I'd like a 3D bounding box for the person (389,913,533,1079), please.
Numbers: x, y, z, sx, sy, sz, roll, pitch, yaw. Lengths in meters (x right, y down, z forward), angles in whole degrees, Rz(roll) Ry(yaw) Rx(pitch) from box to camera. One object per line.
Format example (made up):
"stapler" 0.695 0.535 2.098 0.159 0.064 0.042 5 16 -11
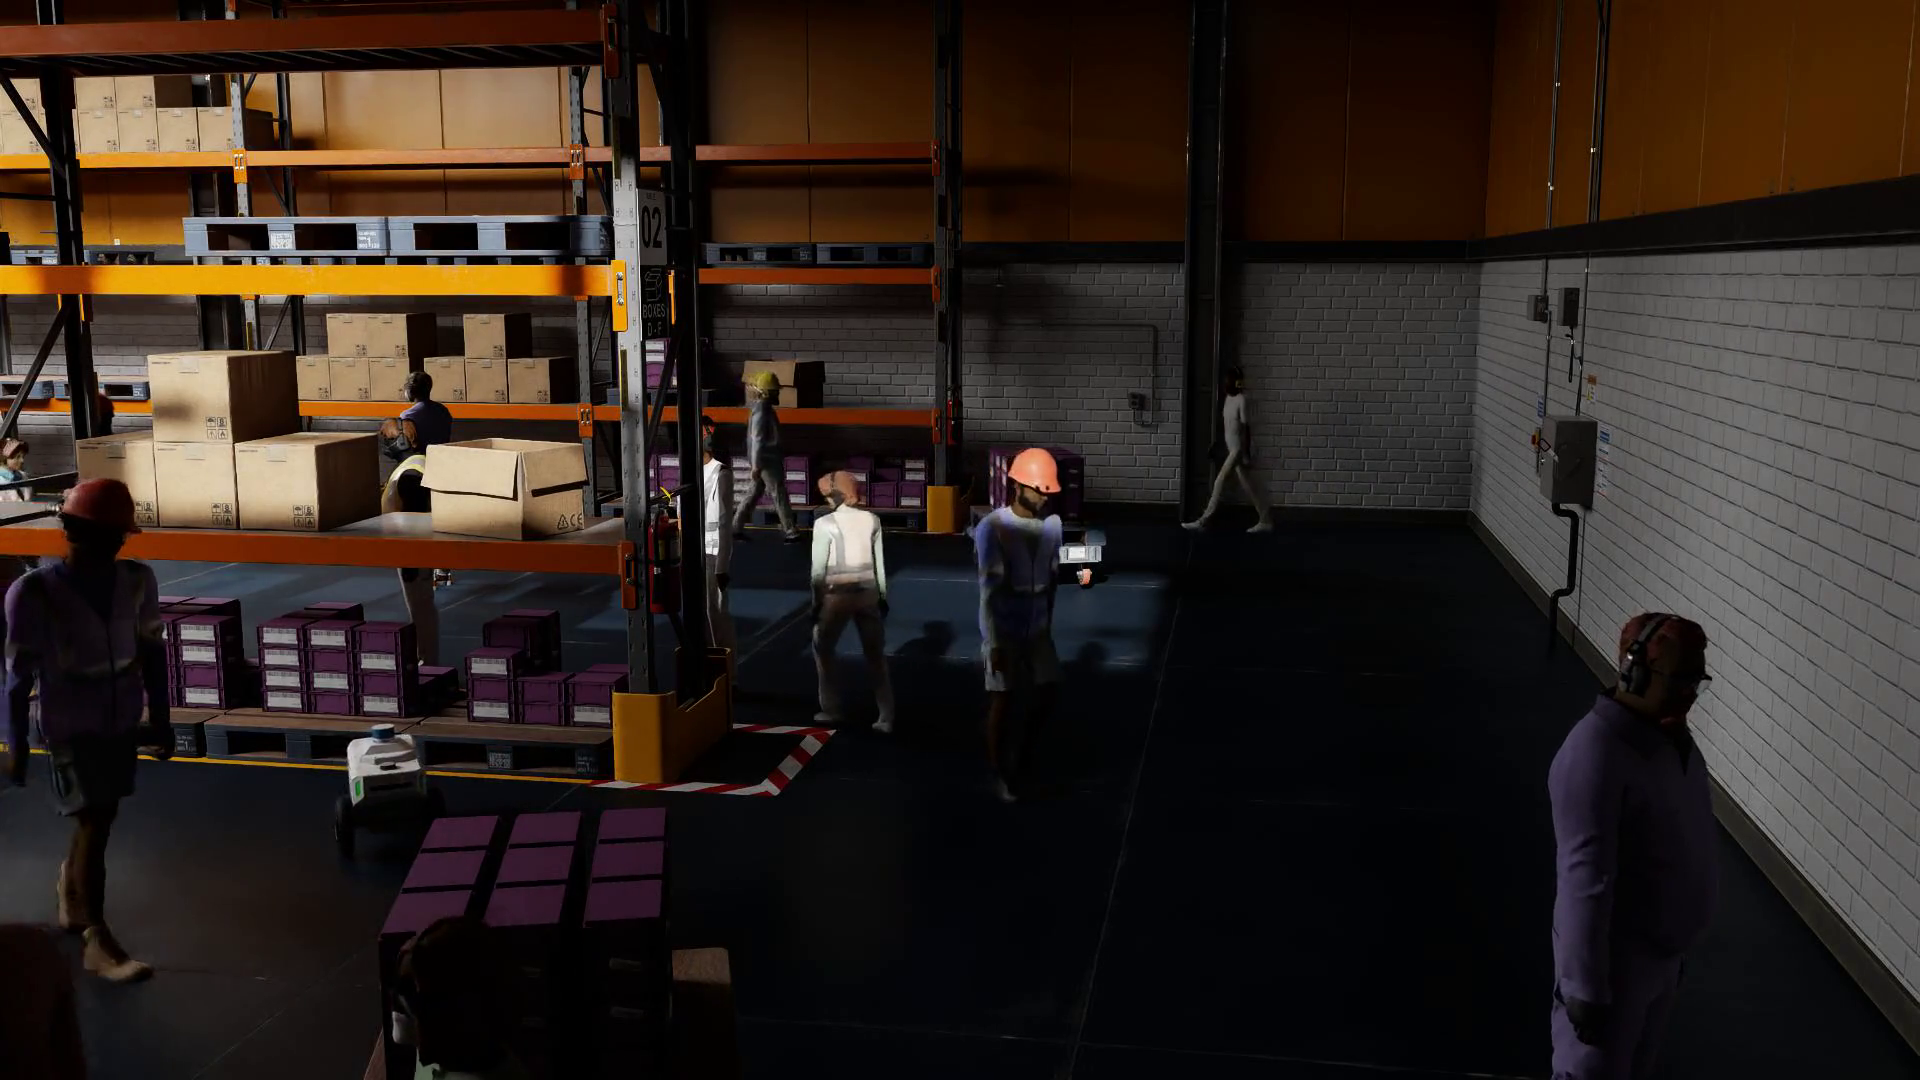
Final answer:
"person" -0.893 1.481 3.253 0.816 1.601 0.505 -5 11 -31

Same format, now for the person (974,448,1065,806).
"person" 0.314 0.461 8.658 0.553 1.907 0.493 -6 11 -32

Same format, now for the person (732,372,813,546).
"person" -1.988 -0.820 16.969 0.921 1.789 0.609 -1 9 -4

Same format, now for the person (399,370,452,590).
"person" -4.709 -0.522 14.639 0.372 1.940 0.630 3 10 16

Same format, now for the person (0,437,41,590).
"person" -7.051 0.028 12.264 0.812 1.597 0.531 1 9 7

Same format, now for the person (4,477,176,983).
"person" -3.583 0.728 6.793 0.947 1.986 0.651 5 11 30

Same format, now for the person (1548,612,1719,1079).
"person" 1.828 1.130 4.514 0.399 1.902 0.643 8 12 41

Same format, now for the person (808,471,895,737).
"person" -0.683 0.380 10.051 0.556 1.603 0.657 -8 12 -41

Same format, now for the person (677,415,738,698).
"person" -1.659 0.122 10.853 0.352 1.878 0.568 -7 11 -37

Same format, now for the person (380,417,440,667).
"person" -3.689 0.091 11.167 0.429 1.836 0.620 -3 10 -20

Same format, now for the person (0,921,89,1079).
"person" -1.847 1.348 2.918 0.679 1.968 0.617 0 9 1

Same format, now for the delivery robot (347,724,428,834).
"delivery robot" -2.842 1.153 8.235 0.477 0.478 0.707 -4 10 -22

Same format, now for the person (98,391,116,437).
"person" -6.325 -0.146 12.332 0.542 1.932 0.374 9 13 44

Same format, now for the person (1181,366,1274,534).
"person" 2.902 -0.948 17.703 1.026 1.804 0.522 0 9 -2
